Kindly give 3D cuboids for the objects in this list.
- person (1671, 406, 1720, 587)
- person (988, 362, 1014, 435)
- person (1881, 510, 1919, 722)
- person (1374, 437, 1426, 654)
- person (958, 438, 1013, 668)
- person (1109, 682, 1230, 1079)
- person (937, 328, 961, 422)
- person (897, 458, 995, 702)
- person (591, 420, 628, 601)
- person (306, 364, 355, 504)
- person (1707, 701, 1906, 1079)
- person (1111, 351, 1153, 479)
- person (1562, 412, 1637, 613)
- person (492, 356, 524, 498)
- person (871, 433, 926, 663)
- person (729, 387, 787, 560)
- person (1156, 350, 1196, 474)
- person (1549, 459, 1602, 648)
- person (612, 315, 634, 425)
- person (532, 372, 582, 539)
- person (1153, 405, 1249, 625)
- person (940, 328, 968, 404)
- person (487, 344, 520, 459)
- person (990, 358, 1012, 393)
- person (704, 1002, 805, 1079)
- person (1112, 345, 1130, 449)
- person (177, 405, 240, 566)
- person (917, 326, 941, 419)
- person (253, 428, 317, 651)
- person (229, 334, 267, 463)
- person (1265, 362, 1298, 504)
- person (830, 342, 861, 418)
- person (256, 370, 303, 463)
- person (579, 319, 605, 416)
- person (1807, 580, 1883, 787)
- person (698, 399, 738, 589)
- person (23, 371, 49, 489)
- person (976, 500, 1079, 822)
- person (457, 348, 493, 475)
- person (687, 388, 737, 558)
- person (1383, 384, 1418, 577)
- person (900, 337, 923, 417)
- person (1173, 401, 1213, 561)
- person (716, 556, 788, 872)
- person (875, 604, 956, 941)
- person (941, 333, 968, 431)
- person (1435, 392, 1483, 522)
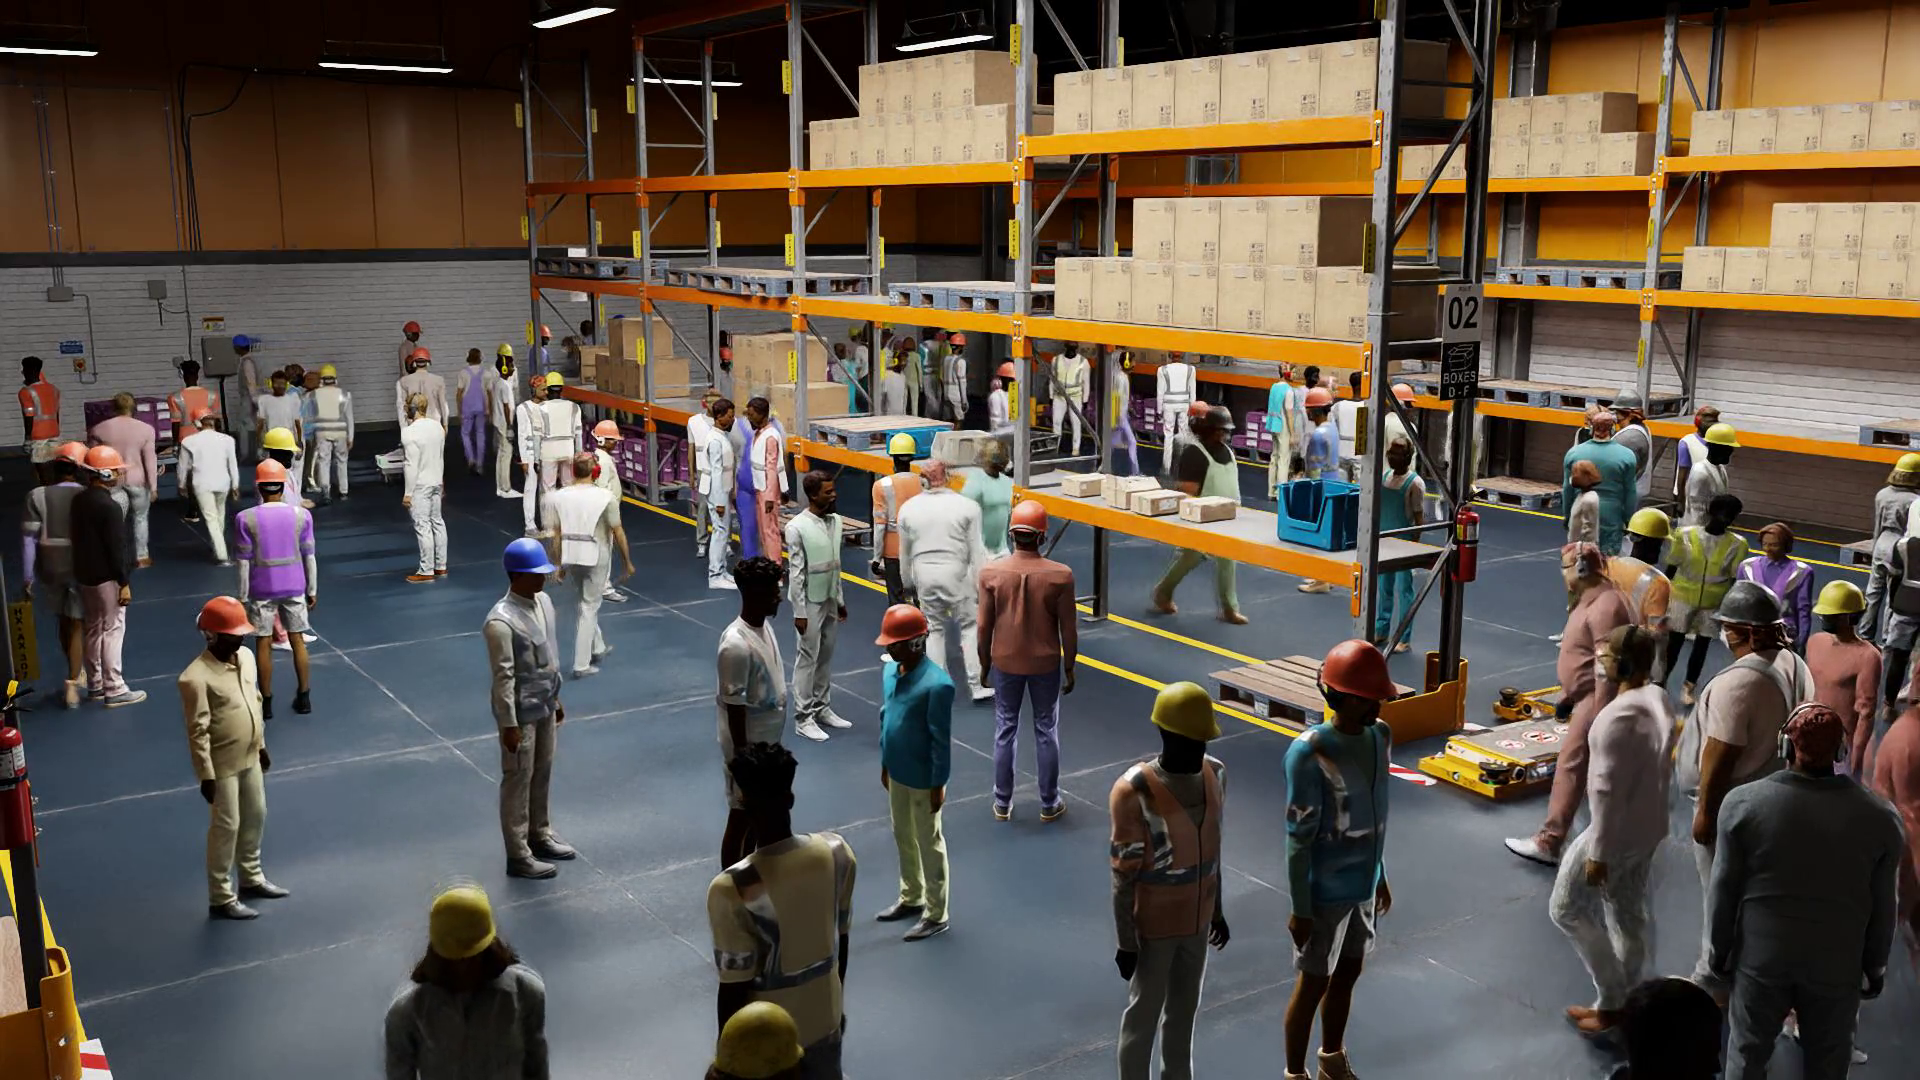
[{"bbox_3d":[7.285,-0.414,16.480,0.565,1.841,0.384,-7,13,-30],"label":"person"},{"bbox_3d":[0.567,-1.221,20.399,0.412,1.924,0.576,7,13,32],"label":"person"},{"bbox_3d":[6.977,0.533,12.035,0.321,1.692,0.536,-9,14,-38],"label":"person"},{"bbox_3d":[3.701,0.041,14.146,0.345,1.847,0.508,-7,13,-32],"label":"person"},{"bbox_3d":[0.271,0.121,13.582,0.486,1.896,0.670,8,14,37],"label":"person"},{"bbox_3d":[0.846,1.484,6.552,0.594,1.924,0.373,-9,14,-38],"label":"person"},{"bbox_3d":[-0.176,-2.753,28.279,0.399,1.915,0.586,-3,11,-16],"label":"person"},{"bbox_3d":[-0.128,0.311,12.711,0.718,1.869,0.422,3,11,14],"label":"person"},{"bbox_3d":[-3.405,-0.286,16.066,0.339,1.746,0.562,-3,12,-16],"label":"person"},{"bbox_3d":[-8.111,-1.351,21.416,0.601,1.821,0.809,-3,11,-13],"label":"person"},{"bbox_3d":[3.180,1.544,6.327,0.642,1.900,0.401,5,12,23],"label":"person"},{"bbox_3d":[2.327,-1.700,23.100,0.870,1.834,0.534,-1,11,-4],"label":"person"},{"bbox_3d":[5.898,-0.231,15.378,0.643,1.909,0.411,5,12,23],"label":"person"},{"bbox_3d":[-5.988,-1.493,21.932,0.330,1.872,0.512,-6,13,-28],"label":"person"},{"bbox_3d":[-0.467,0.077,13.750,0.594,1.924,0.383,-6,12,-27],"label":"person"},{"bbox_3d":[-2.125,-0.622,17.034,0.712,2.000,0.849,-7,13,-33],"label":"person"},{"bbox_3d":[3.094,-1.875,23.857,0.576,1.882,0.355,-1,11,-6],"label":"person"},{"bbox_3d":[5.314,0.118,14.319,0.343,1.625,0.539,2,11,12],"label":"person"},{"bbox_3d":[-6.056,-3.026,29.575,0.389,1.949,0.604,-4,12,-21],"label":"person"},{"bbox_3d":[-4.648,-0.976,19.183,0.591,1.913,0.399,-8,14,-36],"label":"person"},{"bbox_3d":[2.219,-0.269,15.228,0.687,2.000,0.901,-8,14,-37],"label":"person"},{"bbox_3d":[-0.200,-3.319,31.232,0.765,1.890,0.602,4,12,18],"label":"person"},{"bbox_3d":[-6.970,-2.122,25.448,0.358,1.751,0.579,10,15,41],"label":"person"},{"bbox_3d":[0.669,-1.761,23.799,0.543,1.675,0.372,-6,12,-27],"label":"person"},{"bbox_3d":[-0.524,2.021,4.307,0.489,1.731,0.325,6,12,26],"label":"person"},{"bbox_3d":[2.520,-2.358,26.459,0.355,1.836,0.514,-8,14,-35],"label":"person"},{"bbox_3d":[-8.011,-0.584,17.746,0.893,1.708,0.572,10,15,42],"label":"person"},{"bbox_3d":[-0.429,-2.794,28.763,0.831,1.811,0.617,10,15,41],"label":"person"},{"bbox_3d":[-5.782,-0.009,14.223,0.387,1.919,0.581,0,11,0],"label":"person"},{"bbox_3d":[-10.761,-2.123,25.004,0.740,1.920,0.620,-3,11,-13],"label":"person"},{"bbox_3d":[4.147,-1.378,21.404,0.384,1.845,0.570,-3,11,-14],"label":"person"},{"bbox_3d":[-1.656,-2.087,25.166,0.537,1.803,0.828,-10,15,-42],"label":"person"},{"bbox_3d":[-8.316,-1.165,20.324,0.560,1.843,0.627,-4,12,-18],"label":"person"},{"bbox_3d":[-6.315,-2.805,28.495,0.367,1.933,0.627,4,12,18],"label":"person"},{"bbox_3d":[4.741,1.081,9.054,0.335,1.759,0.515,-2,11,-12],"label":"person"},{"bbox_3d":[-2.394,-0.457,16.542,0.399,1.906,0.604,-1,11,-4],"label":"person"},{"bbox_3d":[-11.621,-1.262,21.048,0.333,1.749,0.574,-5,12,-26],"label":"person"},{"bbox_3d":[0.413,0.744,10.162,0.622,1.994,0.381,2,11,8],"label":"person"},{"bbox_3d":[-6.927,-1.828,23.765,0.551,1.825,0.435,-6,12,-27],"label":"person"},{"bbox_3d":[-2.677,-0.732,18.098,0.566,1.847,0.389,-3,11,-14],"label":"person"},{"bbox_3d":[4.460,-0.612,17.107,0.392,1.991,0.612,-6,12,-27],"label":"person"},{"bbox_3d":[-0.866,-2.671,28.559,0.500,1.636,0.286,5,12,22],"label":"person"},{"bbox_3d":[2.520,-0.618,17.774,0.566,1.744,0.350,-7,13,-33],"label":"person"},{"bbox_3d":[-1.085,1.040,8.759,0.365,1.958,0.609,2,11,9],"label":"person"},{"bbox_3d":[-0.258,1.179,8.591,0.349,1.740,0.575,-8,14,-35],"label":"person"},{"bbox_3d":[-0.056,-2.164,25.218,0.388,1.930,0.544,-8,13,-34],"label":"person"},{"bbox_3d":[5.952,-0.987,19.714,0.487,1.732,0.480,-5,12,-23],"label":"person"}]
